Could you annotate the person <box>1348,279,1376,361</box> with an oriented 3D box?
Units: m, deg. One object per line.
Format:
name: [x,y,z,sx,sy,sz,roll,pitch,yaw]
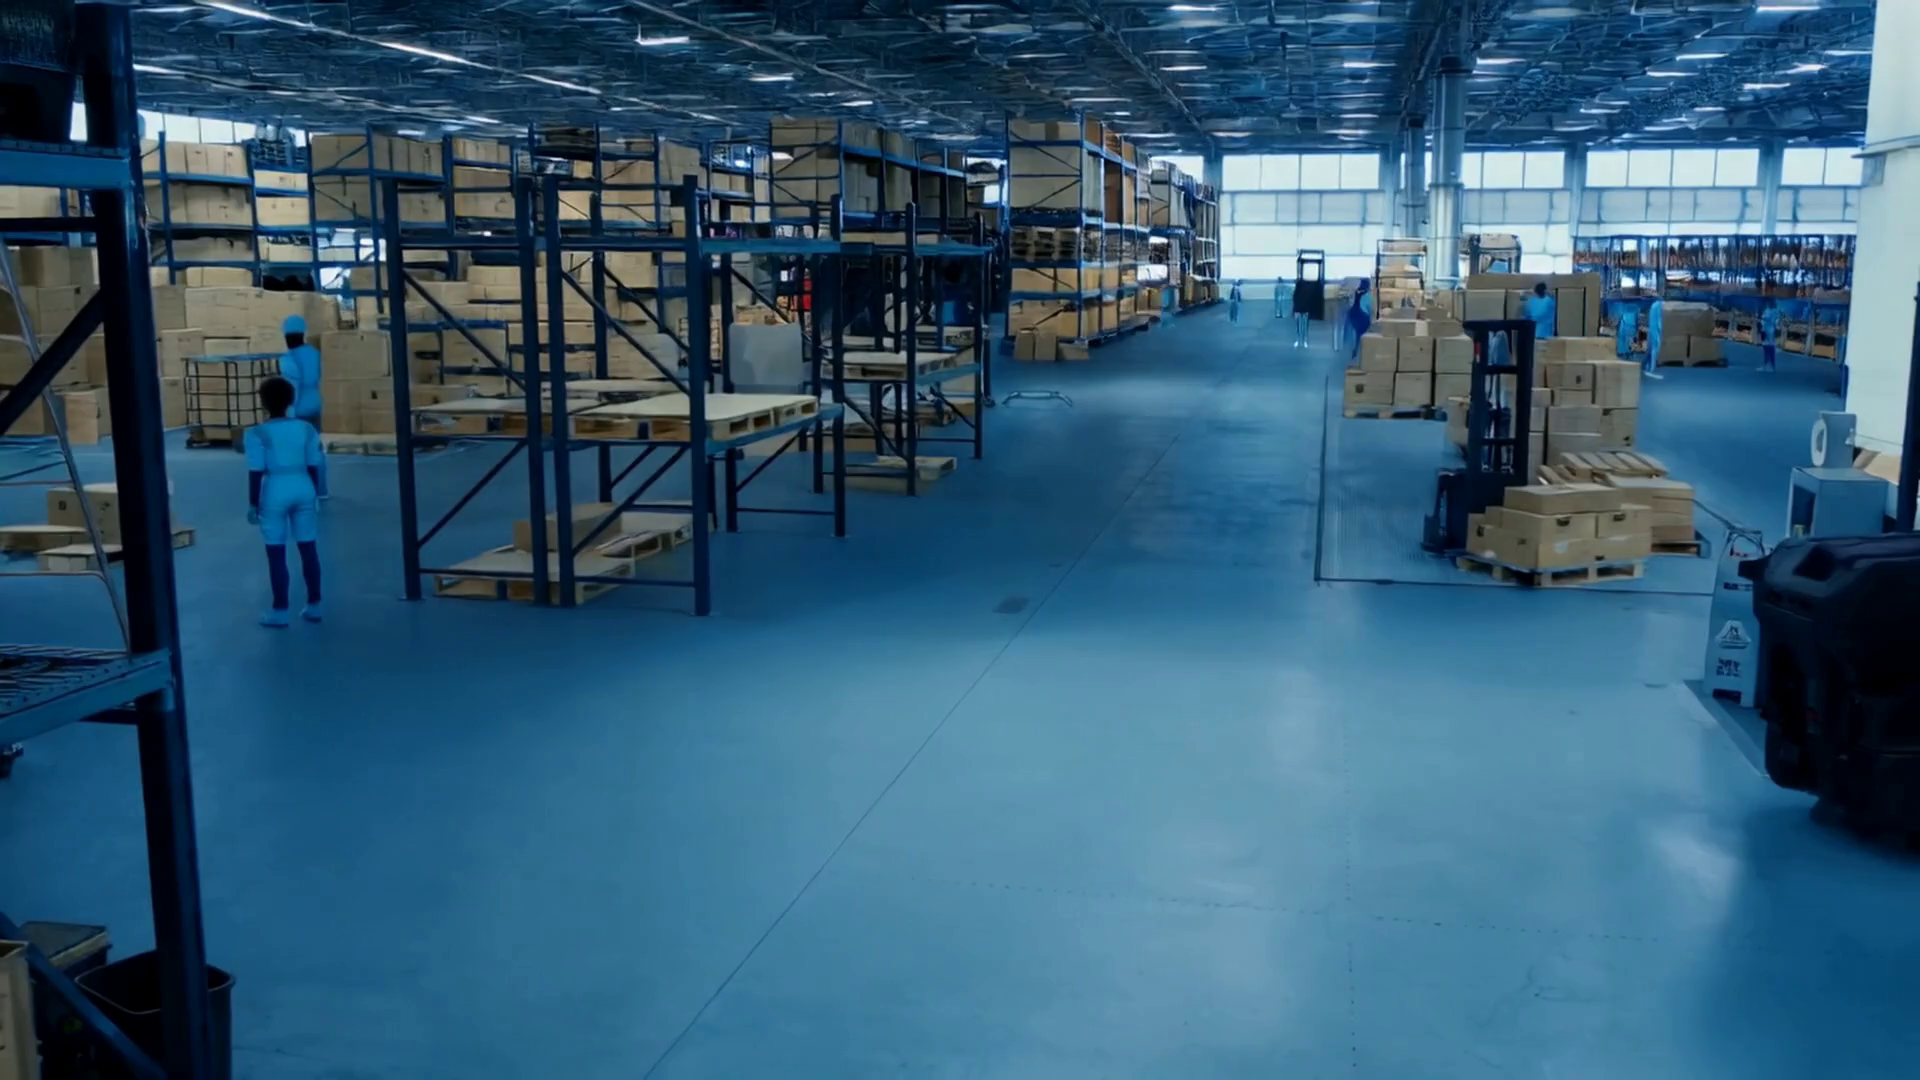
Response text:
person: [9.786,-5.383,40.562,0.992,2.000,0.683,-7,12,-35]

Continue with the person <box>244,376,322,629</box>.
person: [-4.543,-0.252,11.194,0.318,1.699,0.535,7,12,37]

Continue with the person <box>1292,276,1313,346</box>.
person: [9.786,-6.548,47.591,0.612,1.997,0.375,-2,10,-9]

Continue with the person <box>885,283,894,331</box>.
person: [-1.756,-5.721,43.036,0.356,1.883,0.572,-1,10,-5]

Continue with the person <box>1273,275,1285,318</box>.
person: [13.444,-10.275,70.209,0.410,1.823,0.597,-7,12,-37]

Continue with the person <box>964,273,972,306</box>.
person: [0.446,-12.968,85.683,0.606,1.975,0.812,1,10,5]

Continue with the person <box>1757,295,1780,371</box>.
person: [17.995,-4.597,36.960,0.320,1.693,0.537,0,10,1]

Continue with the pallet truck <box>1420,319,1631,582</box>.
pallet truck: [4.543,-0.757,13.299,0.823,1.965,1.885,-4,10,-22]

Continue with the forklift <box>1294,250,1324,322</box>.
forklift: [13.778,-10.002,65.433,1.129,2.768,1.873,2,10,12]

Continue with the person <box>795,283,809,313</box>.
person: [-7.007,-10.943,73.924,0.655,1.890,0.991,1,10,6]

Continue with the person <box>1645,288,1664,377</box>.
person: [14.661,-4.361,35.003,0.323,1.876,0.528,1,10,7]

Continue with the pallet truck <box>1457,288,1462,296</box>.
pallet truck: [20.506,-9.785,68.819,0.653,1.274,1.630,2,10,12]

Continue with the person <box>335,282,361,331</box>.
person: [-15.165,-5.427,41.225,0.592,1.911,0.385,-9,13,-42]

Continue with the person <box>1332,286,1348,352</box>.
person: [10.176,-5.908,44.501,0.329,1.764,0.524,-3,10,-18]

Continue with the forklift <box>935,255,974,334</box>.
forklift: [-0.215,-6.564,45.076,1.129,2.768,1.873,2,10,12]

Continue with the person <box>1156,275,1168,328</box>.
person: [7.244,-8.582,59.845,0.405,1.921,0.559,1,10,5]

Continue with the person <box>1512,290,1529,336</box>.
person: [13.195,-5.025,39.356,0.821,1.732,0.541,9,13,41]

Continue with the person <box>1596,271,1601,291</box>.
person: [33.877,-13.341,88.277,0.391,1.841,0.564,-1,10,-6]

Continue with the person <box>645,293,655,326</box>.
person: [-7.683,-5.280,41.151,0.314,1.636,0.517,-2,10,-9]

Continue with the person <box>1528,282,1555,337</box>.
person: [13.261,-4.907,38.015,0.598,1.958,0.385,9,13,41]

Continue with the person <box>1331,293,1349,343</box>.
person: [11.284,-6.659,49.355,0.510,1.618,0.344,4,10,22]

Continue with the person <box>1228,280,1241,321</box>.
person: [11.044,-9.638,66.919,0.543,1.649,0.885,1,10,5]

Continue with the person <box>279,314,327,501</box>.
person: [-6.662,-1.318,16.843,0.372,1.922,0.585,1,10,8]
